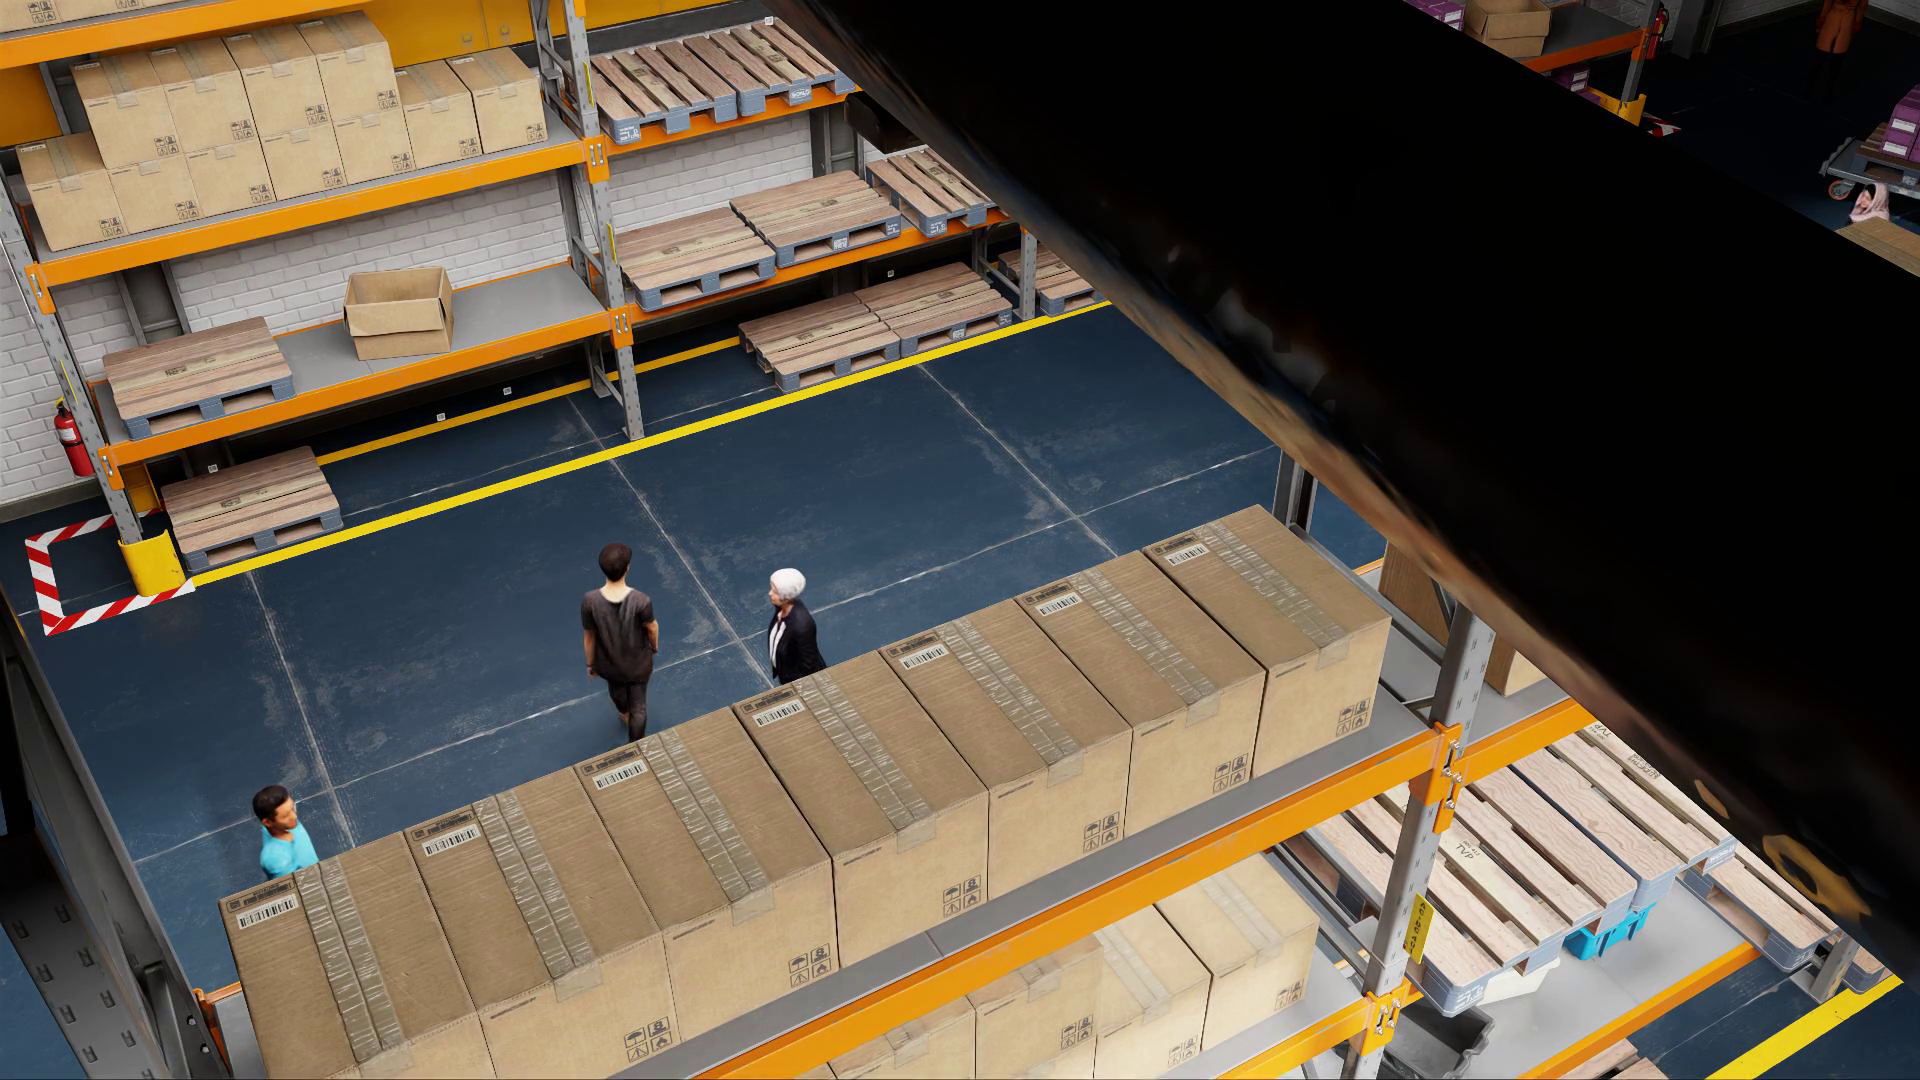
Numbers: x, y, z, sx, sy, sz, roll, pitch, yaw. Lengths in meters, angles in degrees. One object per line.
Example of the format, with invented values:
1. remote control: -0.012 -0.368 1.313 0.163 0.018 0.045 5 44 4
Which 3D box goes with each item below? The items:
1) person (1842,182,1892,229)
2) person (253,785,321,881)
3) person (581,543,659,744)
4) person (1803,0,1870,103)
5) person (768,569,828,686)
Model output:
1. person: 8.286 -2.546 15.240 0.774 1.610 0.738 -2 39 -3
2. person: -3.697 2.044 9.359 0.586 1.776 0.655 -12 40 -14
3. person: -2.234 0.817 10.966 0.941 1.688 0.945 0 39 0
4. person: 10.284 -5.998 19.475 0.772 1.719 0.755 23 44 26
5. person: -1.037 0.925 10.948 0.622 1.777 0.767 -14 41 -17
